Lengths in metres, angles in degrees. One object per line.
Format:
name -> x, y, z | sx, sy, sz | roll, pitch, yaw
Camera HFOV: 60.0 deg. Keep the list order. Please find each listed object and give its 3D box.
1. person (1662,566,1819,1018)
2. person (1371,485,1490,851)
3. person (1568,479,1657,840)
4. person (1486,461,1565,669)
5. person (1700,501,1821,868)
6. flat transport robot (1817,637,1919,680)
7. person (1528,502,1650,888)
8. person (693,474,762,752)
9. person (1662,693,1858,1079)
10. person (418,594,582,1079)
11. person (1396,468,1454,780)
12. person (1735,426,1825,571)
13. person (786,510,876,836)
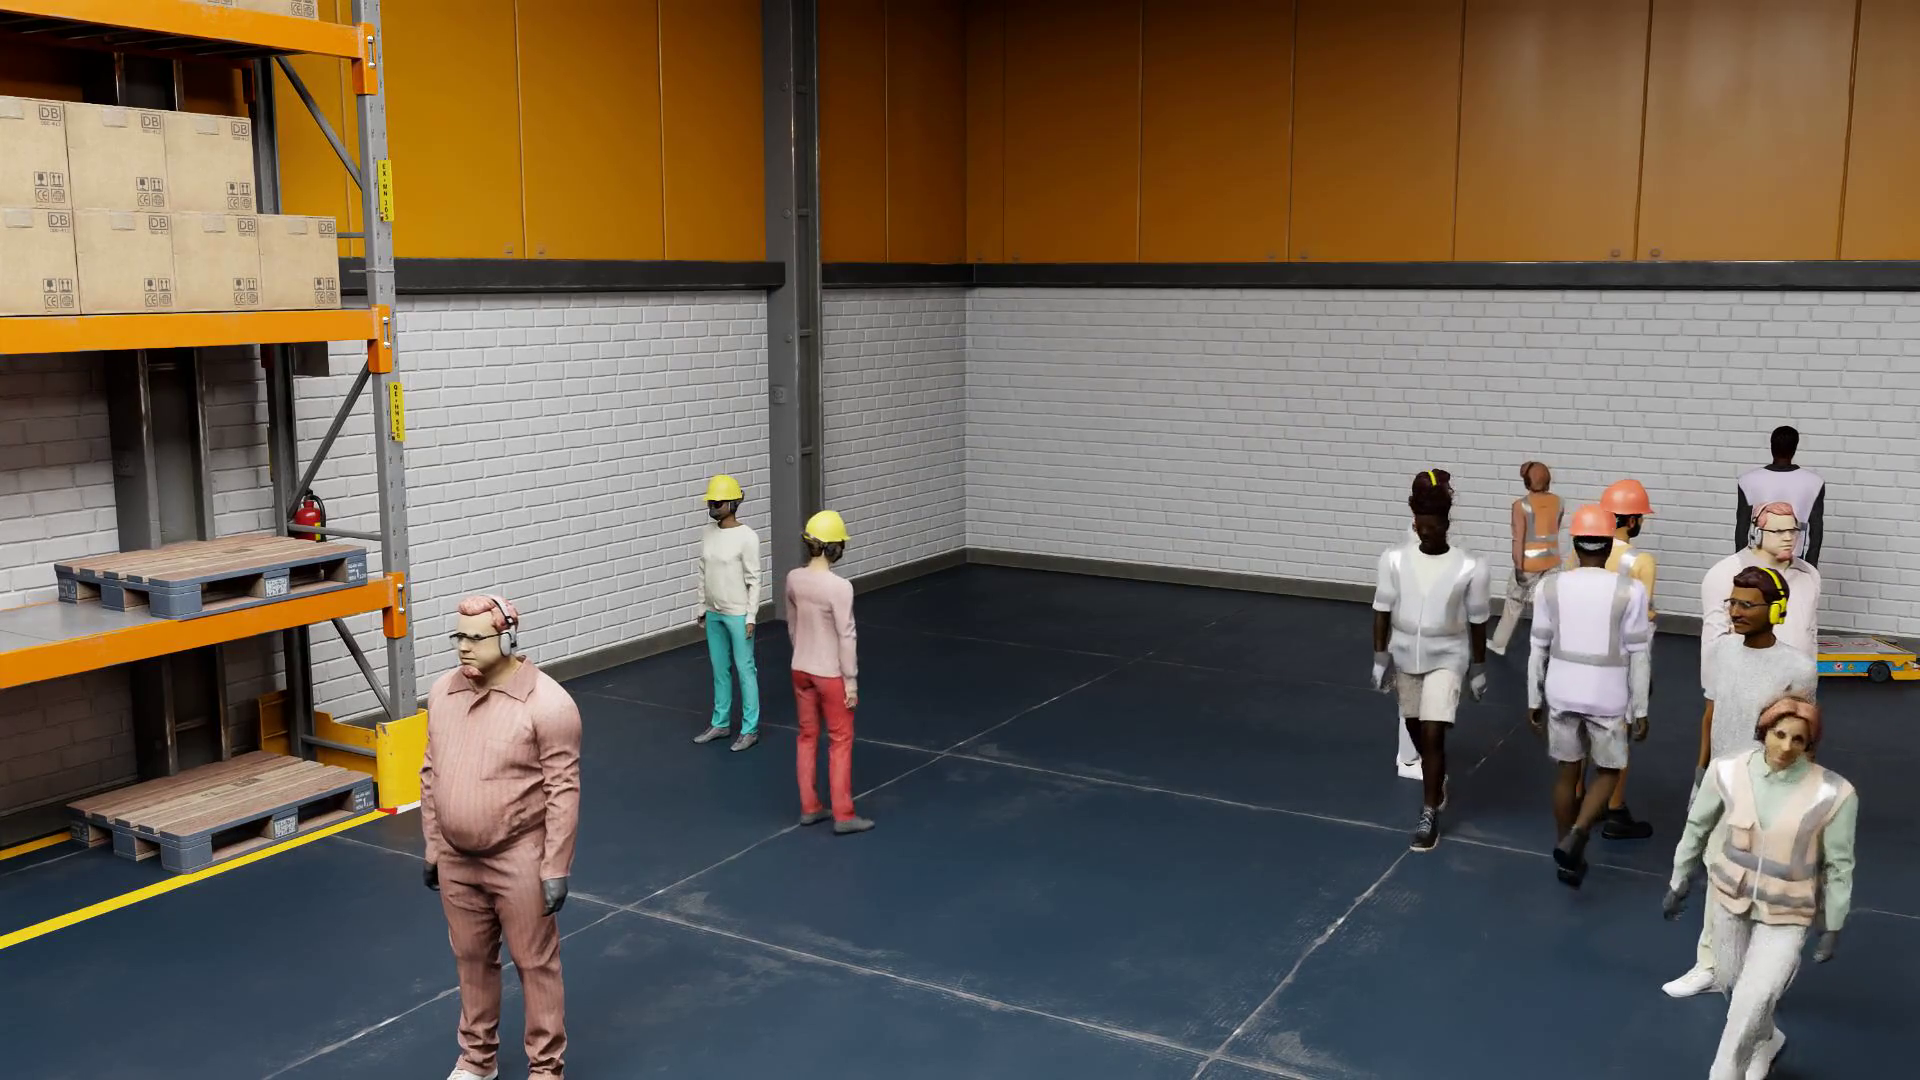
person -> 3.197, 1.025, 6.755 | 0.335, 1.873, 0.520 | -4, 10, -26
person -> 2.576, 0.637, 9.087 | 0.600, 1.929, 0.960 | 6, 11, 33
person -> 3.522, 0.635, 8.975 | 0.375, 1.939, 0.546 | -4, 10, -25
person -> 4.433, 0.187, 12.859 | 0.507, 1.590, 0.882 | -3, 10, -17
person -> 4.029, 0.751, 8.346 | 0.639, 1.910, 0.407 | -2, 9, -11
flat transport robot -> 6.486, 0.885, 12.602 | 1.431, 0.197, 0.652 | 0, 9, 1
person -> 3.052, 0.784, 8.127 | 0.602, 1.921, 0.598 | 6, 11, 34
person -> -1.484, 0.461, 10.599 | 0.523, 1.769, 0.315 | 7, 12, 38
person -> 2.889, 1.289, 5.964 | 0.600, 1.598, 0.669 | 8, 12, 41
person -> -1.671, 1.133, 5.968 | 0.643, 1.909, 0.409 | 3, 10, 20
person -> 2.811, 0.502, 10.003 | 0.321, 1.876, 0.532 | 2, 9, 15
person -> 6.024, 0.117, 12.271 | 0.593, 1.920, 0.392 | 3, 10, 19
person -> -0.736, 0.715, 9.026 | 0.534, 1.768, 0.326 | 8, 12, 43
